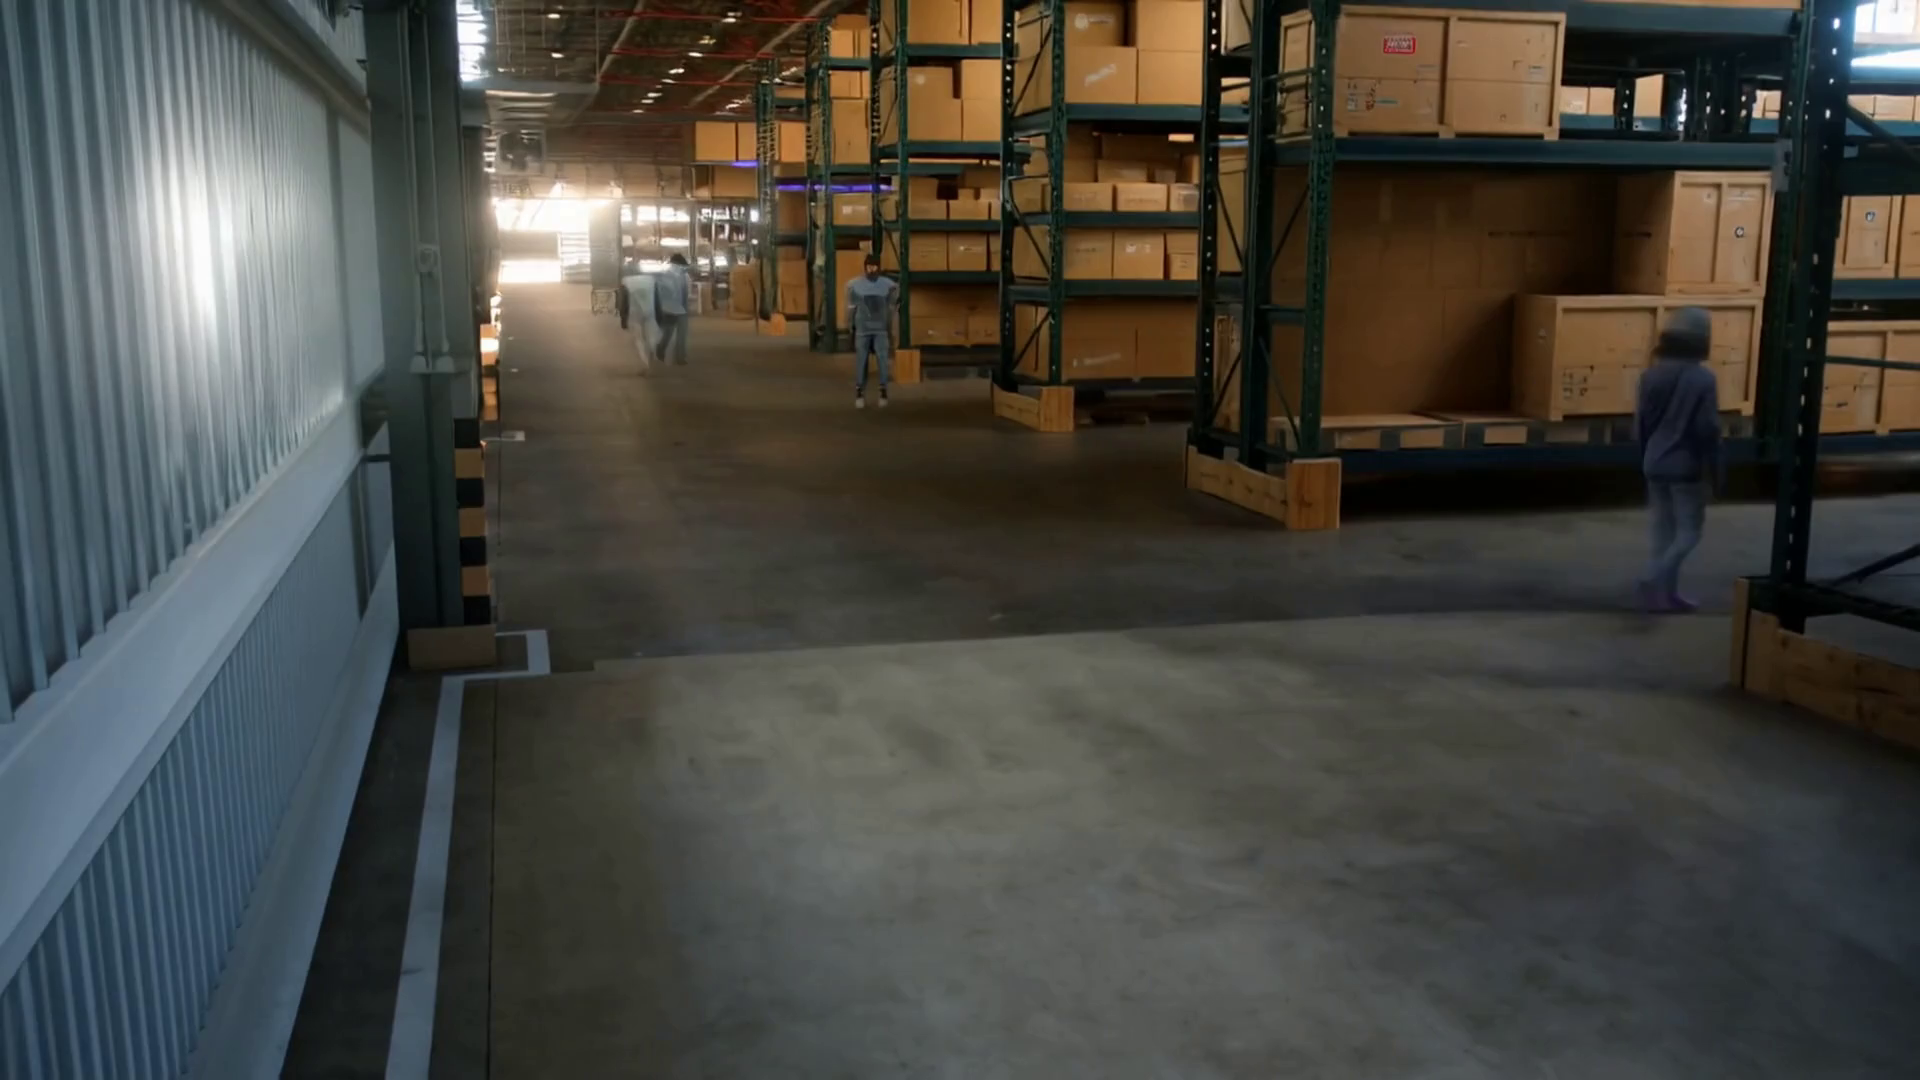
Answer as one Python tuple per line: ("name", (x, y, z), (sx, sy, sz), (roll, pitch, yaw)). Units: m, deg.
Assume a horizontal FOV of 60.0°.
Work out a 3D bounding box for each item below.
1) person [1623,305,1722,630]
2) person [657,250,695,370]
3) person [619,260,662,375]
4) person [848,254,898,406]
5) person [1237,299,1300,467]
("person", (3.785, -0.386, 8.871), (0.719, 1.728, 0.498), (-5, 11, -24))
("person", (-4.687, -3.763, 27.273), (0.665, 1.968, 0.669), (-7, 12, -36))
("person", (-5.099, -3.501, 26.244), (0.690, 1.805, 0.618), (-9, 13, -41))
("person", (-1.101, -2.652, 21.101), (0.627, 1.932, 0.367), (0, 10, 0))
("person", (2.897, -1.515, 15.203), (0.675, 1.730, 0.569), (-3, 11, -18))
